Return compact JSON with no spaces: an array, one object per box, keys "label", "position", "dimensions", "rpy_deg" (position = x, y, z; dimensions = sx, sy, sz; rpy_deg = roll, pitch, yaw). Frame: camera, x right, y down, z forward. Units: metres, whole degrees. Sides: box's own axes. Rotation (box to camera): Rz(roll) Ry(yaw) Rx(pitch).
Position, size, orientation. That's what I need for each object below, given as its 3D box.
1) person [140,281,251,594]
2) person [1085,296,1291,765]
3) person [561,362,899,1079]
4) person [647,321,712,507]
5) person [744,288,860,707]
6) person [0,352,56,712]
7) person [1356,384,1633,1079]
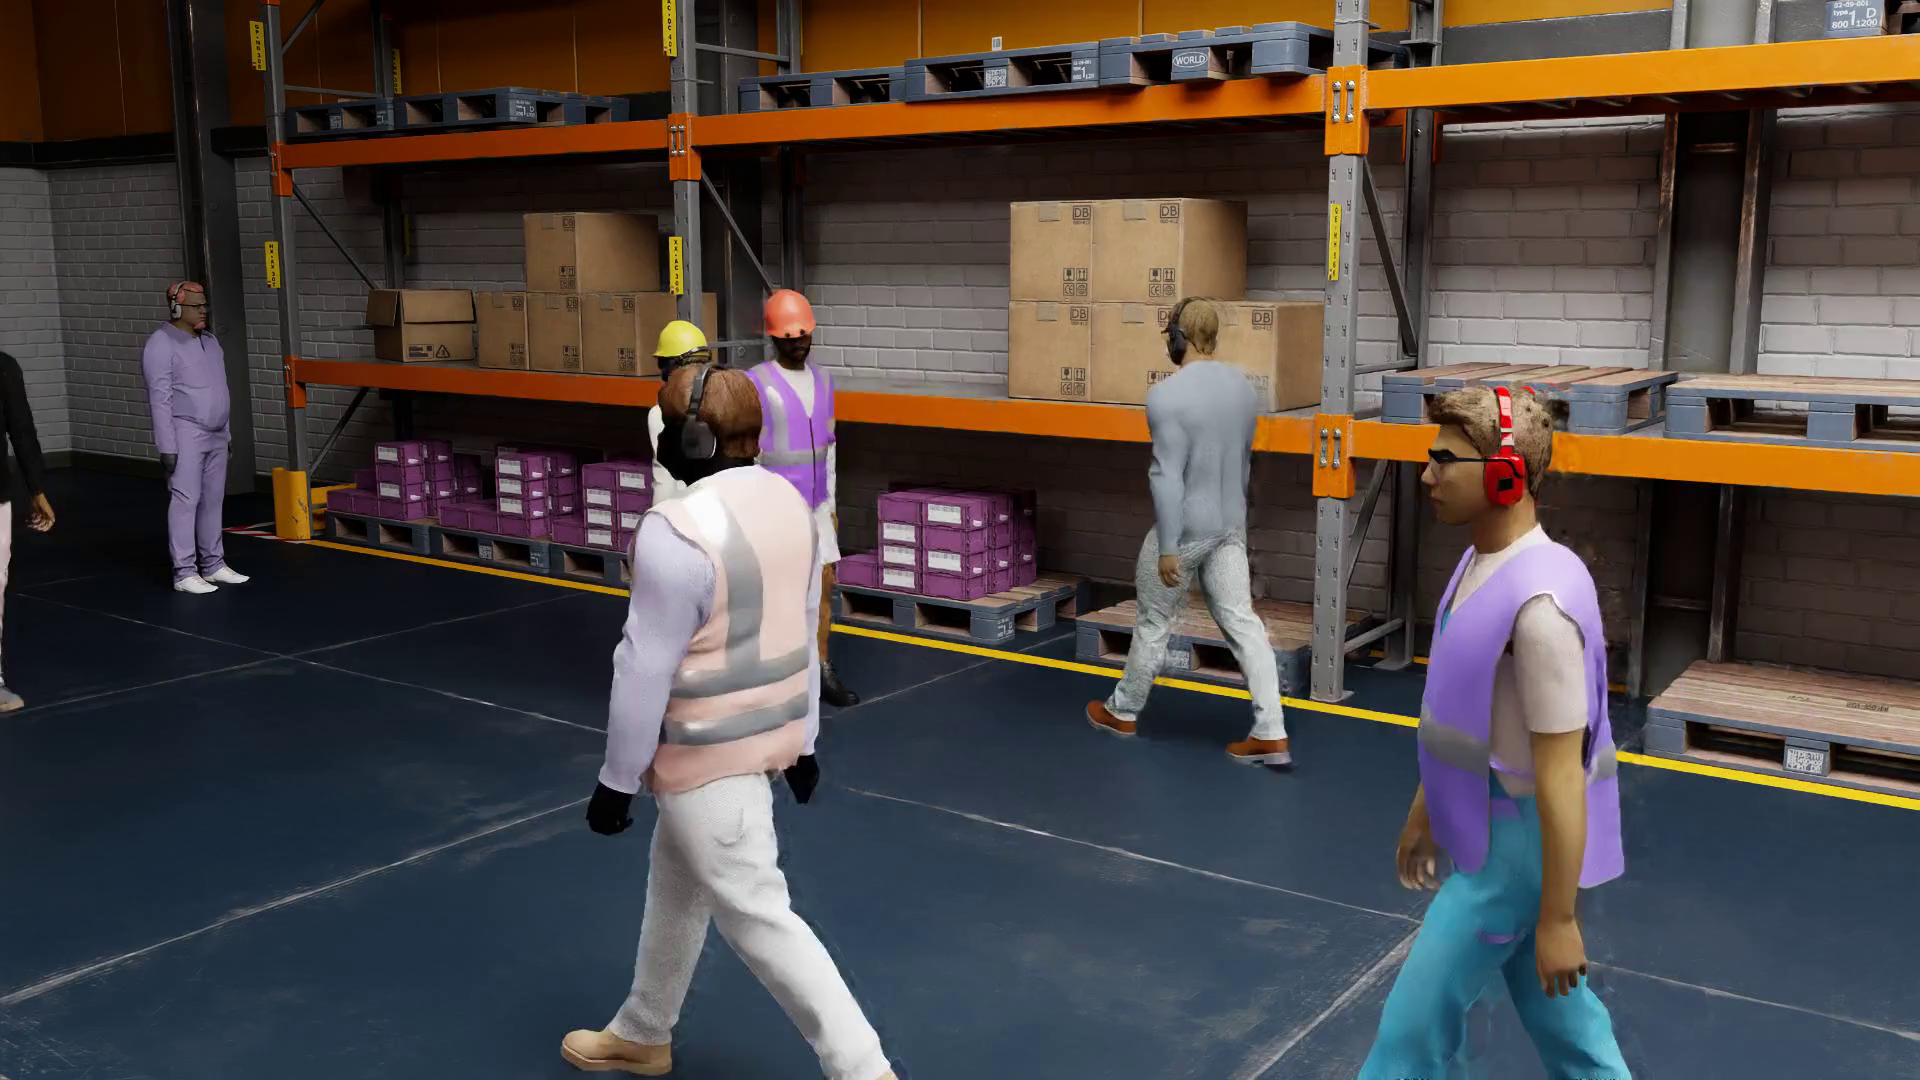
[{"label":"person","position":[-4.675,-0.624,10.194],"dimensions":[0.404,1.900,0.636],"rpy_deg":[2,10,10]},{"label":"person","position":[0.973,-0.043,6.783],"dimensions":[0.654,1.887,1.037],"rpy_deg":[-8,12,-39]},{"label":"person","position":[-0.529,0.487,3.875],"dimensions":[0.968,1.805,0.620],"rpy_deg":[3,10,17]},{"label":"person","position":[-1.176,-0.062,7.223],"dimensions":[0.331,1.768,0.526],"rpy_deg":[5,11,29]},{"label":"person","position":[-0.835,-0.189,7.584],"dimensions":[0.741,1.909,0.560],"rpy_deg":[8,12,38]},{"label":"person","position":[-4.376,-0.191,7.359],"dimensions":[0.439,1.972,0.624],"rpy_deg":[4,10,22]},{"label":"person","position":[0.988,0.595,3.233],"dimensions":[0.986,1.787,0.585],"rpy_deg":[2,10,10]}]
